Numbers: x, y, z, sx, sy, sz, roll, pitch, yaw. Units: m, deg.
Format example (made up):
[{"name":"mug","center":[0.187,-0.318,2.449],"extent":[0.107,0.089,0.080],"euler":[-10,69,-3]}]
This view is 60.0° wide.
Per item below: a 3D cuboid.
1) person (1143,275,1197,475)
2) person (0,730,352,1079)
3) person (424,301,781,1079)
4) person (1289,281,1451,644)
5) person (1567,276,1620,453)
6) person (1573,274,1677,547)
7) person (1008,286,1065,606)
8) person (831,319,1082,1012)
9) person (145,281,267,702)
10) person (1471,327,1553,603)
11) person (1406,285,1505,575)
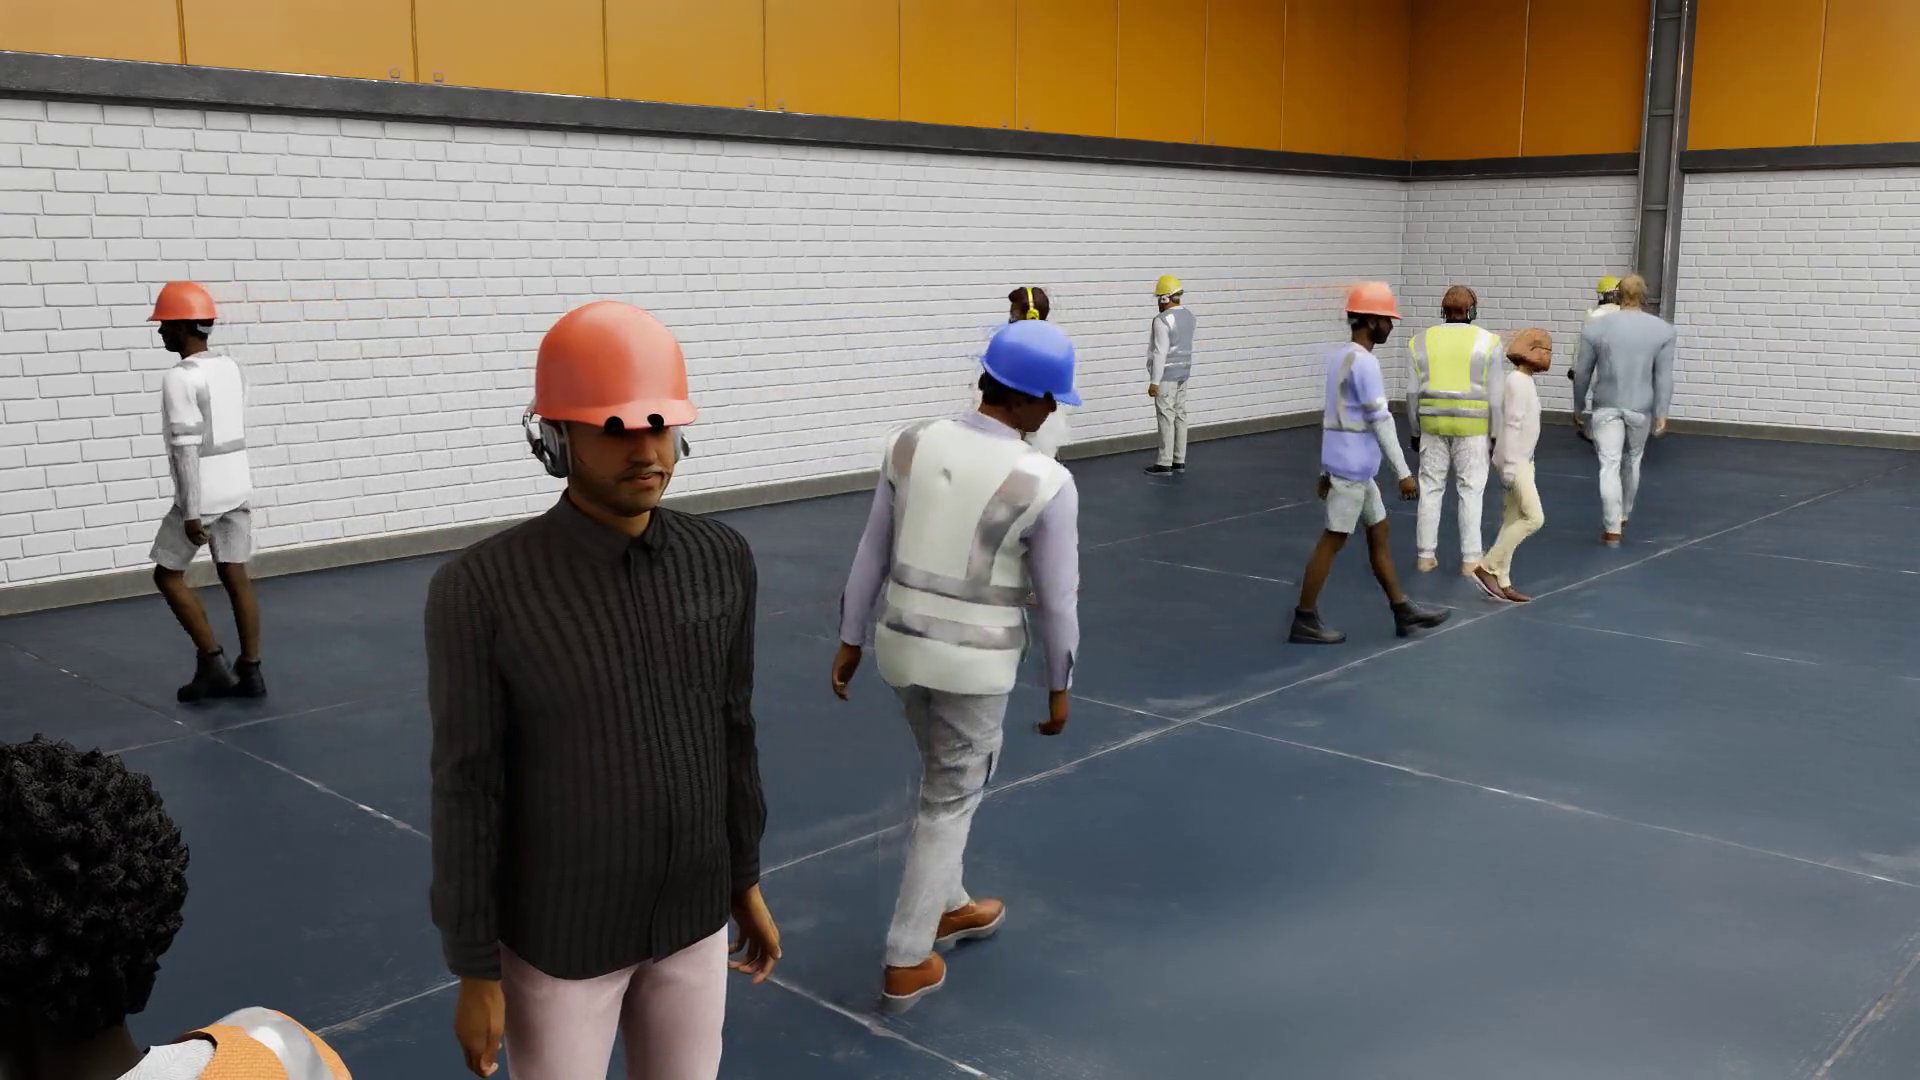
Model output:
[{"name":"person","center":[1.911,-1.507,15.260],"extent":[0.404,1.830,0.588],"euler":[7,12,36]},{"name":"person","center":[-0.702,0.992,1.431],"extent":[0.320,1.694,0.532],"euler":[3,10,18]},{"name":"person","center":[-0.549,0.613,2.718],"extent":[0.397,1.992,0.621],"euler":[10,14,44]},{"name":"person","center":[2.172,-0.381,8.648],"extent":[0.937,1.889,0.559],"euler":[1,10,4]},{"name":"person","center":[6.493,-1.782,16.937],"extent":[0.598,1.787,0.914],"euler":[-3,10,-17]},{"name":"person","center":[4.694,-0.934,11.836],"extent":[0.640,1.886,0.991],"euler":[2,10,11]},{"name":"person","center":[0.321,-0.524,9.589],"extent":[0.643,1.851,0.569],"euler":[2,10,9]},{"name":"person","center":[0.034,0.333,4.629],"extent":[0.681,1.884,0.739],"euler":[8,13,38]},{"name":"person","center":[-3.434,-0.207,7.572],"extent":[0.491,1.923,0.544],"euler":[2,10,11]},{"name":"person","center":[3.270,-0.429,9.697],"extent":[0.349,1.612,0.524],"euler":[4,11,23]},{"name":"person","center":[3.158,-0.696,10.608],"extent":[0.627,1.845,0.429],"euler":[6,12,31]}]
